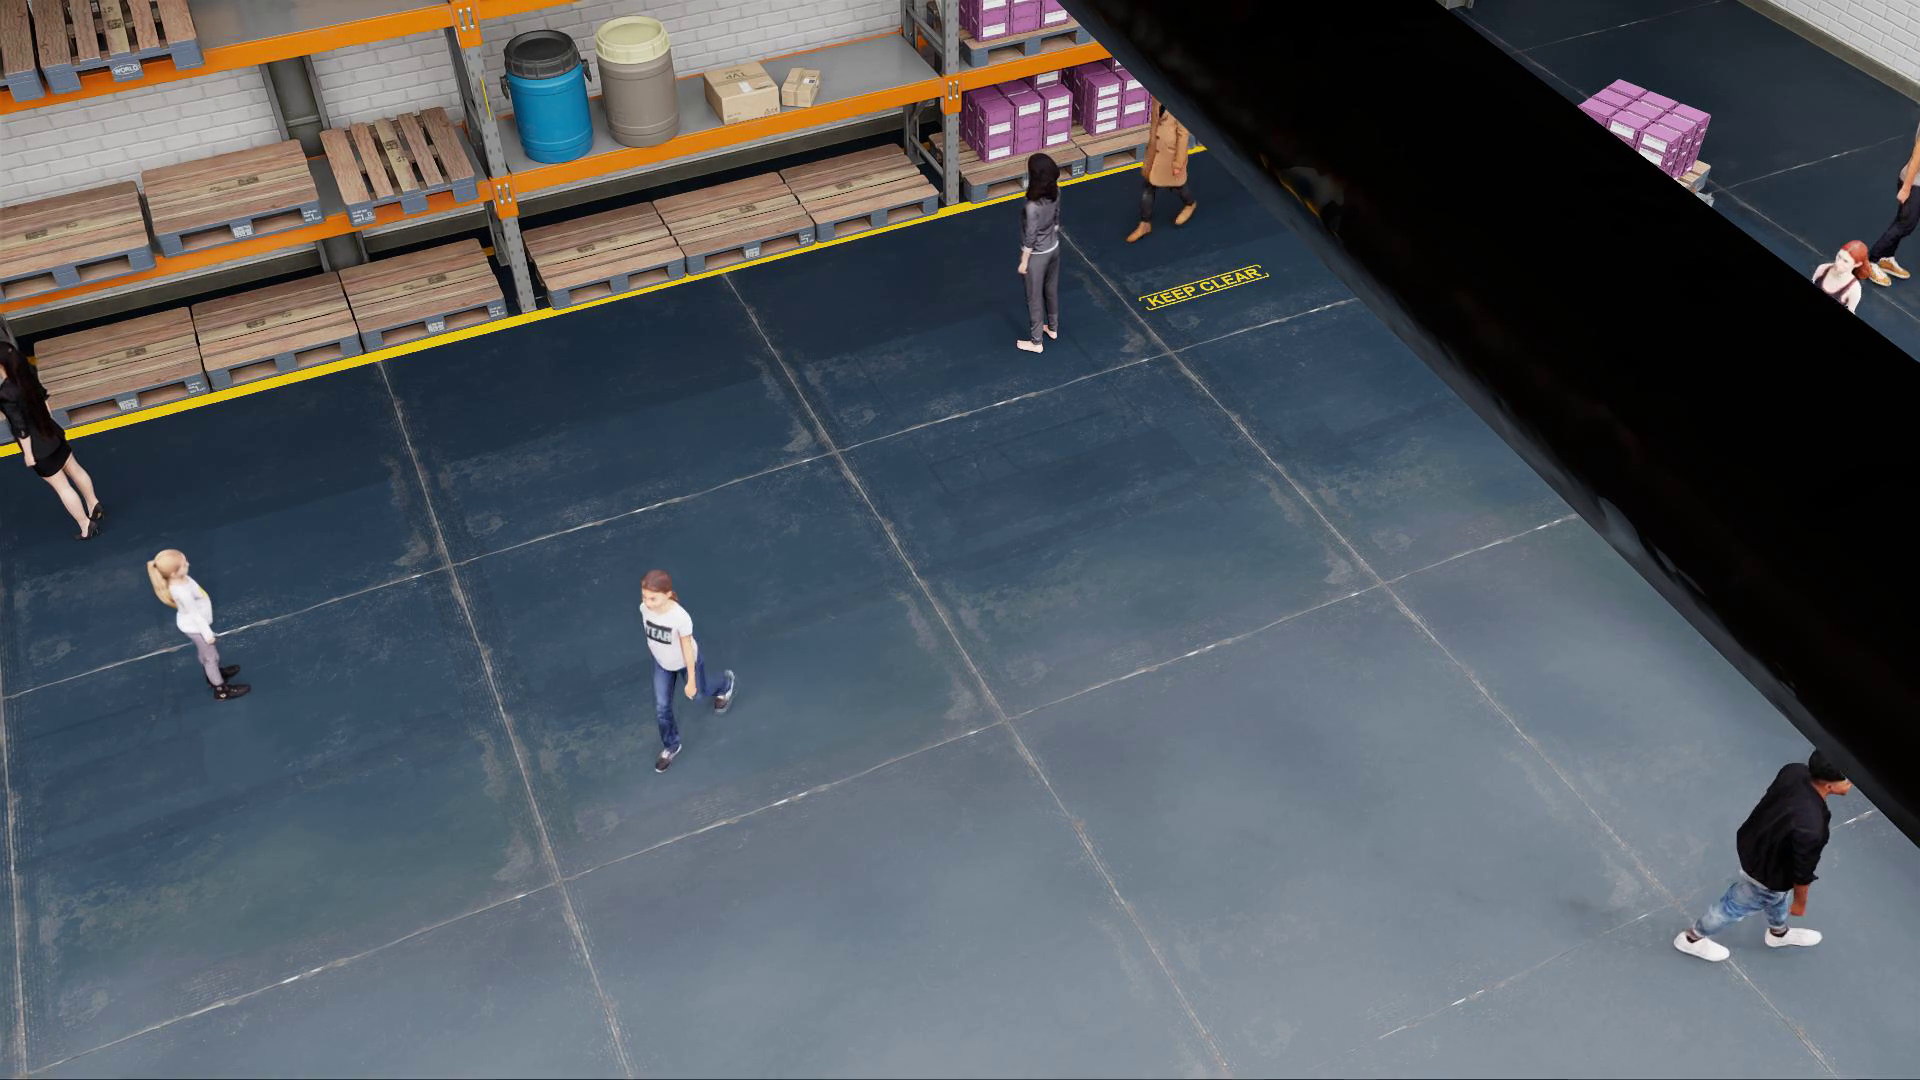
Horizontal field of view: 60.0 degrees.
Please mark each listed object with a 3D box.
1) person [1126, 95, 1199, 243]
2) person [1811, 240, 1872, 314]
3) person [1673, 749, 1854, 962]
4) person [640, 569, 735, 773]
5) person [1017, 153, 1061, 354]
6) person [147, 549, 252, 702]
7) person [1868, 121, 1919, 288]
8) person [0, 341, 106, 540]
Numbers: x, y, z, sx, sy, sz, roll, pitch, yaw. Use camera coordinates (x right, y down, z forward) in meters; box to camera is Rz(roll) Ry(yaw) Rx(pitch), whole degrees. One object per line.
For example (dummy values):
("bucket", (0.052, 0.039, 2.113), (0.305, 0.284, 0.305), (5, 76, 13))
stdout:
("person", (1.893, -3.456, 14.590), (1.089, 1.713, 0.833), (-31, 52, -28))
("person", (6.470, -1.520, 12.534), (1.222, 1.746, 0.649), (-13, 45, -13))
("person", (4.348, 1.729, 9.098), (1.151, 1.782, 1.062), (10, 45, 10))
("person", (-1.722, 0.702, 10.358), (0.965, 1.530, 1.064), (17, 46, 17))
("person", (0.643, -2.300, 13.340), (0.732, 1.764, 0.604), (28, 50, 26))
("person", (-4.928, 0.543, 10.708), (0.550, 1.278, 0.531), (-29, 51, -27))
("person", (8.077, -3.086, 14.077), (0.690, 1.886, 0.816), (-33, 53, -30))
("person", (-6.444, -0.701, 11.711), (0.671, 1.697, 0.677), (0, 44, 0))
